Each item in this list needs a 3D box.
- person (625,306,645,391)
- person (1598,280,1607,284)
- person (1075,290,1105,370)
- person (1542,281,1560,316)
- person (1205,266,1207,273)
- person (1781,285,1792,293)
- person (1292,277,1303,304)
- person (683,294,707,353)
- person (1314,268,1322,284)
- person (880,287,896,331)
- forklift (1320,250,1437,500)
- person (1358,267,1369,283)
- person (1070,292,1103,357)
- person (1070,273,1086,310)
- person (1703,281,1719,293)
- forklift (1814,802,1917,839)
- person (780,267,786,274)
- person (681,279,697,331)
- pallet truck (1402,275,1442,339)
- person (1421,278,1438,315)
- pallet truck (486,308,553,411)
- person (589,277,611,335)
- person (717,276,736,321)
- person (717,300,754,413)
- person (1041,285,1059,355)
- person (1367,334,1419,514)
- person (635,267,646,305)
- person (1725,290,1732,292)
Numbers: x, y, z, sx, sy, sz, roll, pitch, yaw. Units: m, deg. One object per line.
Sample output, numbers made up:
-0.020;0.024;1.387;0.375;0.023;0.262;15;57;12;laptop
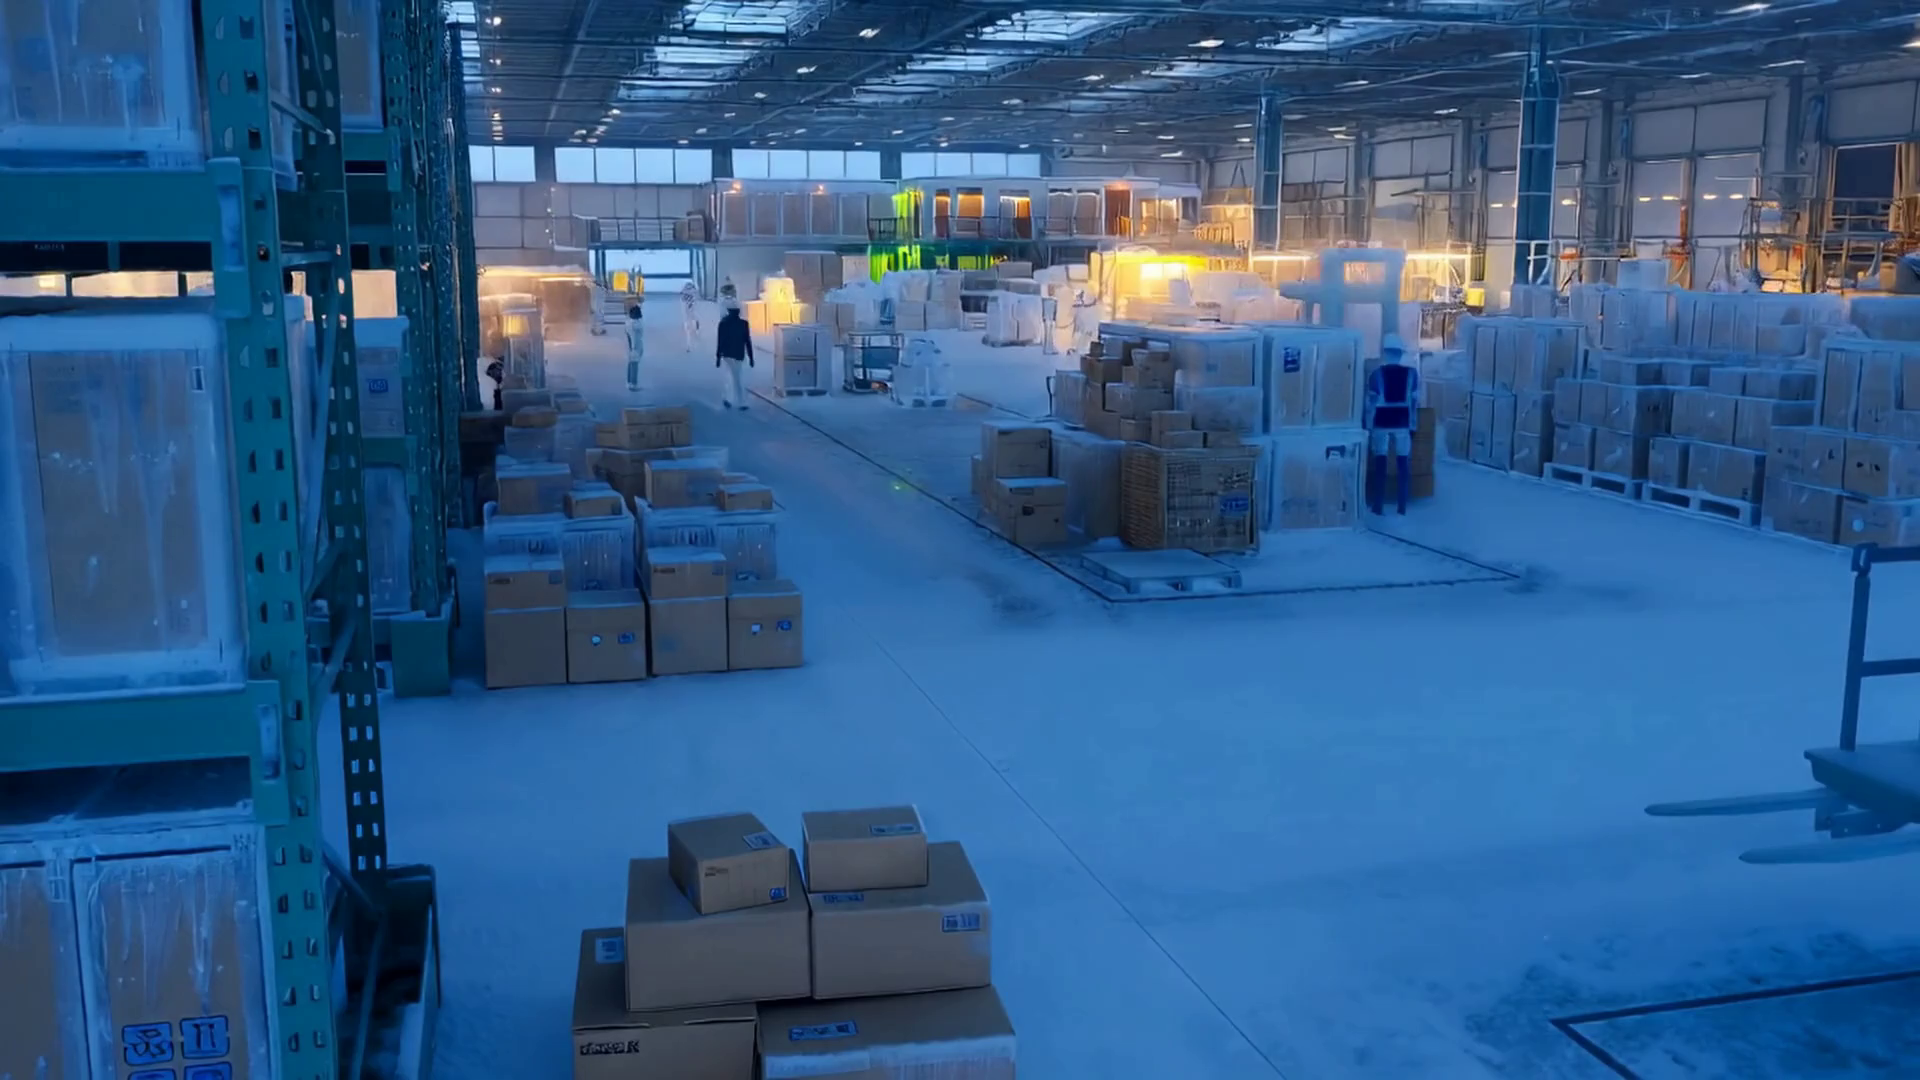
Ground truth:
-6.489;-3.826;33.186;0.322;1.697;0.531;2;10;12;person
18.085;-6.388;47.067;0.417;1.915;0.648;5;11;25;person
2.902;-4.722;37.741;0.754;1.897;0.370;0;10;1;person
14.206;-5.275;40.418;0.678;2.000;0.537;3;10;17;person
11.834;-12.291;80.468;0.369;1.929;0.542;-1;10;-4;person
21.505;-5.735;43.531;1.000;1.863;0.592;9;13;41;person
11.295;-7.851;55.557;0.546;1.842;0.512;5;11;28;person
-7.214;-5.895;45.213;0.523;1.601;0.740;7;12;34;person
17.203;-12.062;79.459;0.623;1.835;0.431;10;14;43;person
-1.764;-5.222;40.598;0.491;1.872;0.605;-7;12;-33;person
4.586;-1.932;19.114;1.129;2.768;1.873;-3;10;-16;forklift
17.996;-11.171;74.112;0.626;1.938;0.460;6;12;31;person
2.815;-4.532;36.714;0.670;1.873;1.045;5;11;25;person
4.450;-9.148;62.851;0.600;1.877;0.992;-1;10;-5;person
20.482;-6.097;45.373;0.630;1.936;0.369;6;12;32;person
5.198;0.108;7.559;1.873;2.768;1.129;-3;10;-15;forklift
-8.230;-11.750;77.461;0.616;1.911;0.445;-2;10;-11;person
-9.206;-7.962;56.482;0.541;1.744;0.682;-2;10;-10;person
14.620;-7.324;52.145;0.823;1.965;1.885;8;13;40;pallet truck
15.594;-7.819;55.399;0.626;1.842;0.429;-4;11;-23;person
-6.242;-2.418;24.362;0.823;1.965;1.885;1;10;3;pallet truck
-11.669;-7.566;53.878;0.808;1.866;0.581;-1;10;-4;person
-7.700;-7.778;54.945;0.617;1.923;0.981;-1;10;-3;person
-3.961;-3.217;29.024;0.643;1.960;0.990;-9;14;-43;person
2.394;-5.826;44.066;0.510;1.860;0.334;6;12;32;person
4.630;-1.239;17.886;0.542;1.927;0.374;0;10;1;person
-15.741;-12.497;81.869;0.519;1.843;0.331;7;12;35;person
20.886;-5.975;45.352;0.535;1.699;0.318;3;11;19;person
